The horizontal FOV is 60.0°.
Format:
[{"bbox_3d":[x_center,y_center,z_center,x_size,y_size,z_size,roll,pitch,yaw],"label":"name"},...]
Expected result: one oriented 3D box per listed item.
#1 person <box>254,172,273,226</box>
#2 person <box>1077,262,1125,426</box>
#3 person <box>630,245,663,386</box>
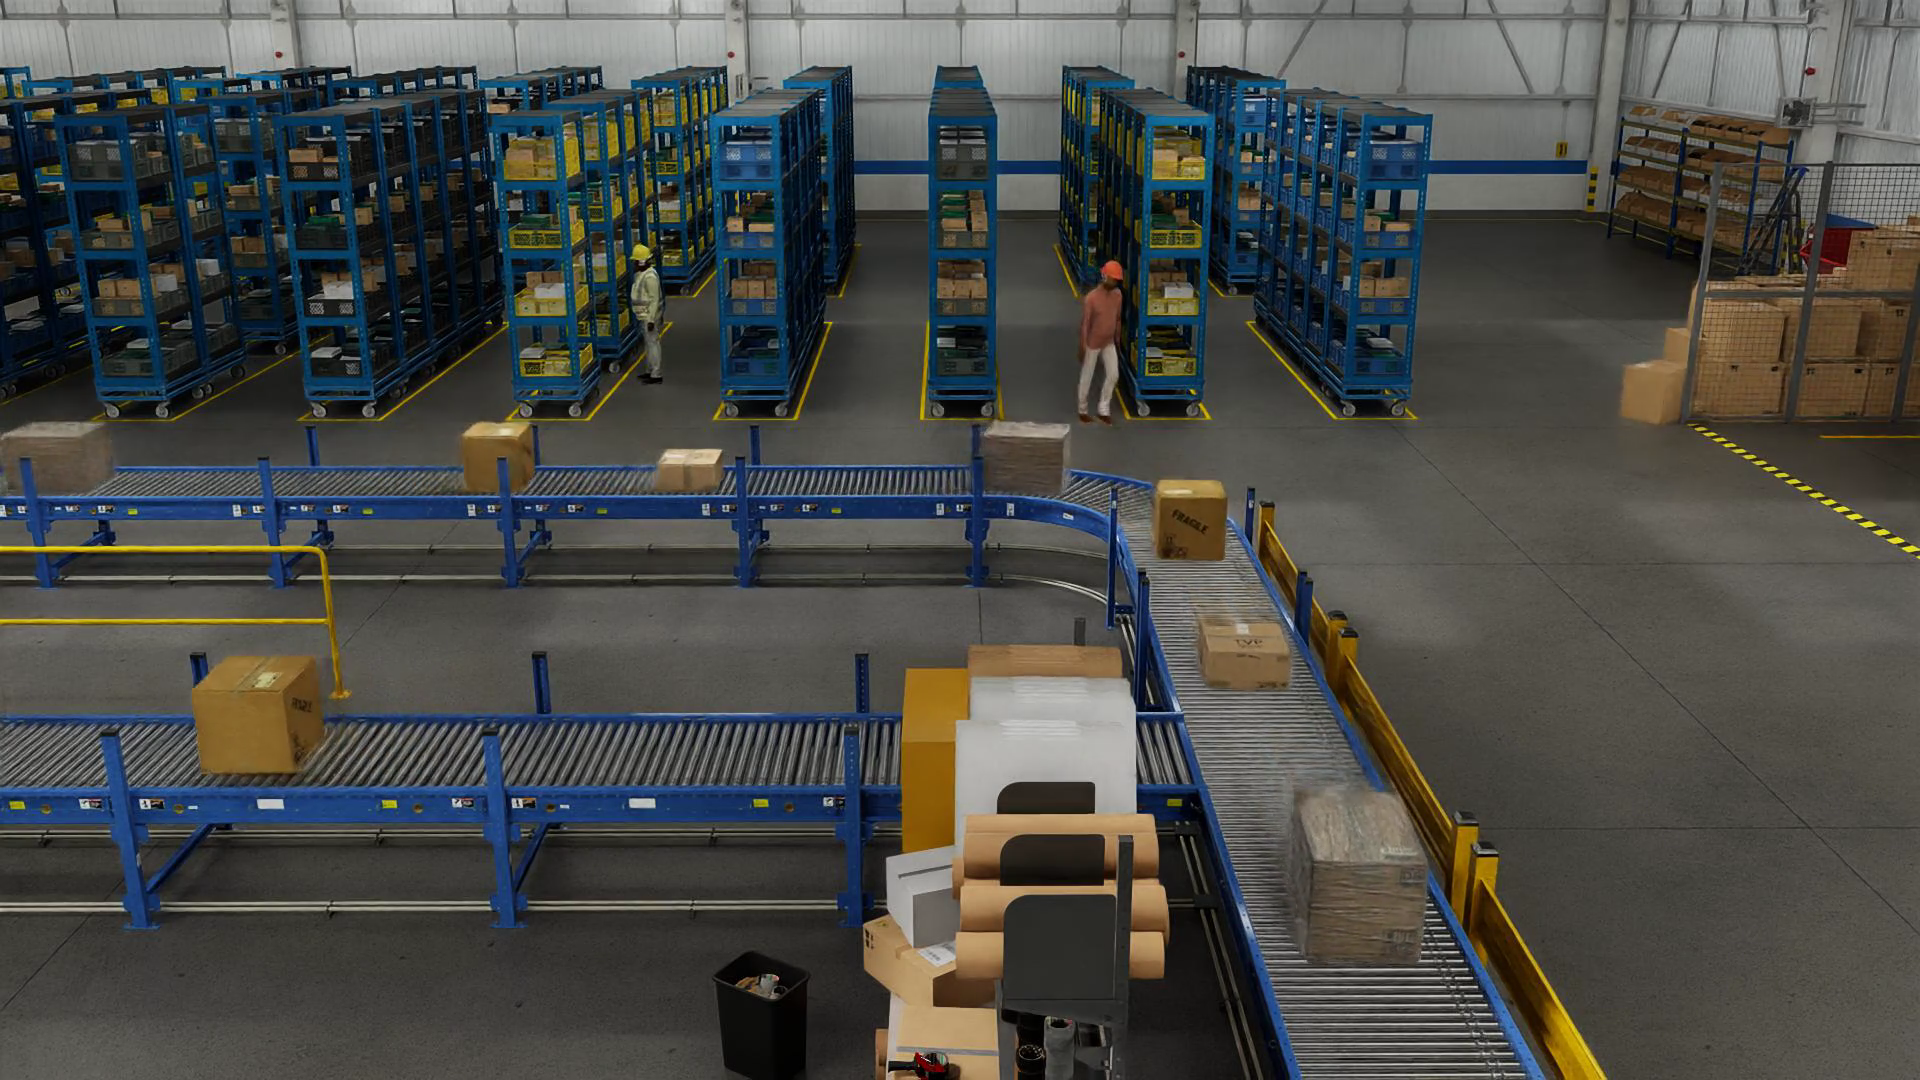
[{"bbox_3d":[-14.112,-6.820,33.662,0.390,1.842,0.564,-3,18,-10],"label":"person"},{"bbox_3d":[1.660,-2.296,19.554,0.729,1.942,0.720,-13,22,-34],"label":"person"},{"bbox_3d":[-4.091,-2.939,21.741,0.404,1.824,0.586,-6,19,-19],"label":"person"}]
